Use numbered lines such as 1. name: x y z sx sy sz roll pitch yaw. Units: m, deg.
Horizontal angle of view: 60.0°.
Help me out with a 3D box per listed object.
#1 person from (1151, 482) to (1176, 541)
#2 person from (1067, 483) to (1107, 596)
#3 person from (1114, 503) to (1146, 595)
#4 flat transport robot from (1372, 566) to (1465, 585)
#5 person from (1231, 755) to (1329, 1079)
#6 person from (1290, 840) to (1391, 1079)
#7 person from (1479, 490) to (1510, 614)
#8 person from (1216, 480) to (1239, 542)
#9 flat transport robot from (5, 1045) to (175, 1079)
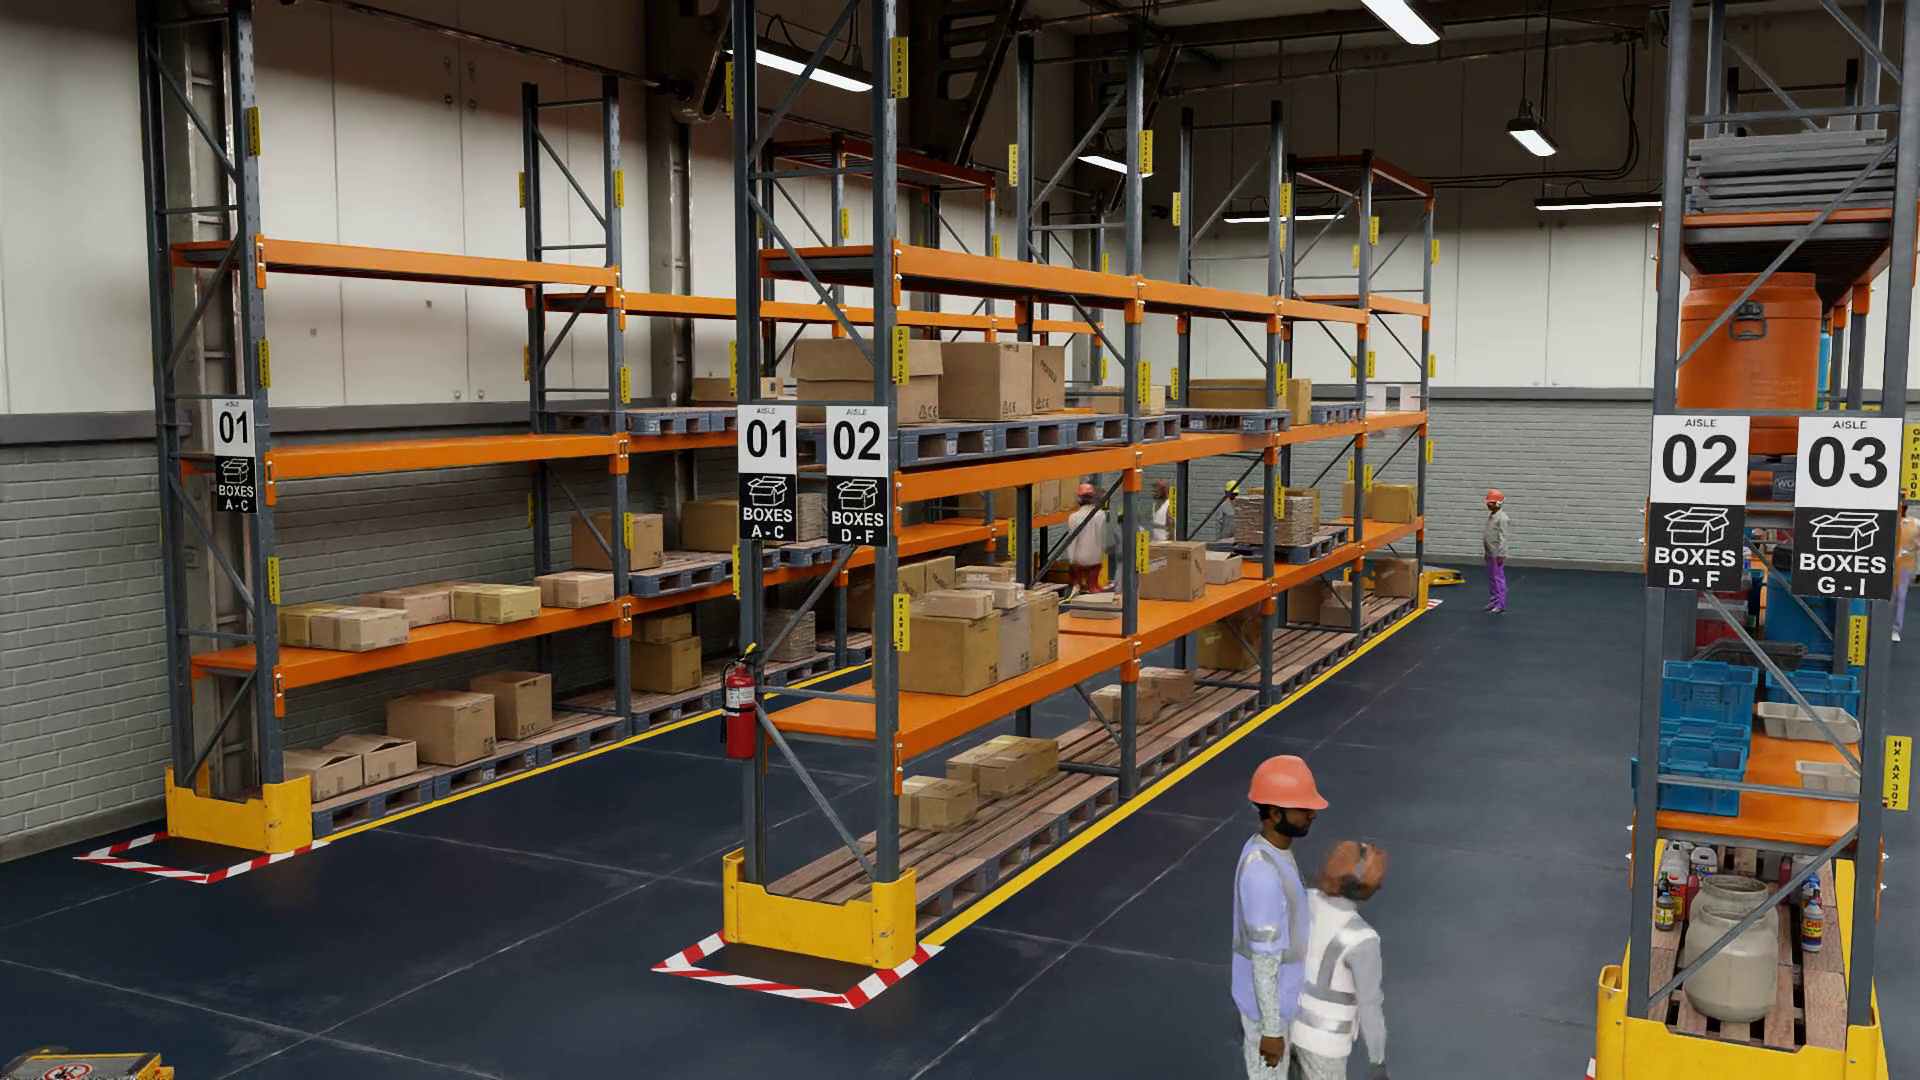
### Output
1. person: 2.923 0.064 24.002 0.455 1.815 0.616 -2 6 -19
2. person: 1.675 0.257 21.393 0.667 1.962 0.673 -4 7 -32
3. person: 2.253 0.335 21.859 0.479 1.701 0.865 3 7 30
4. flat transport robot: 7.362 0.542 26.728 0.652 0.197 1.431 -3 7 -27
5. person: 1.249 1.795 6.527 0.357 1.936 0.551 1 6 13
6. person: 1.417 1.956 6.515 0.466 1.603 0.543 -2 6 -19
7. person: 7.489 0.160 23.359 0.348 1.743 0.567 0 6 -3
8. person: 4.064 -0.014 24.963 0.529 1.764 0.326 -4 7 -32
9. flat transport robot: -4.027 2.550 7.199 0.652 0.197 1.431 0 6 -3
